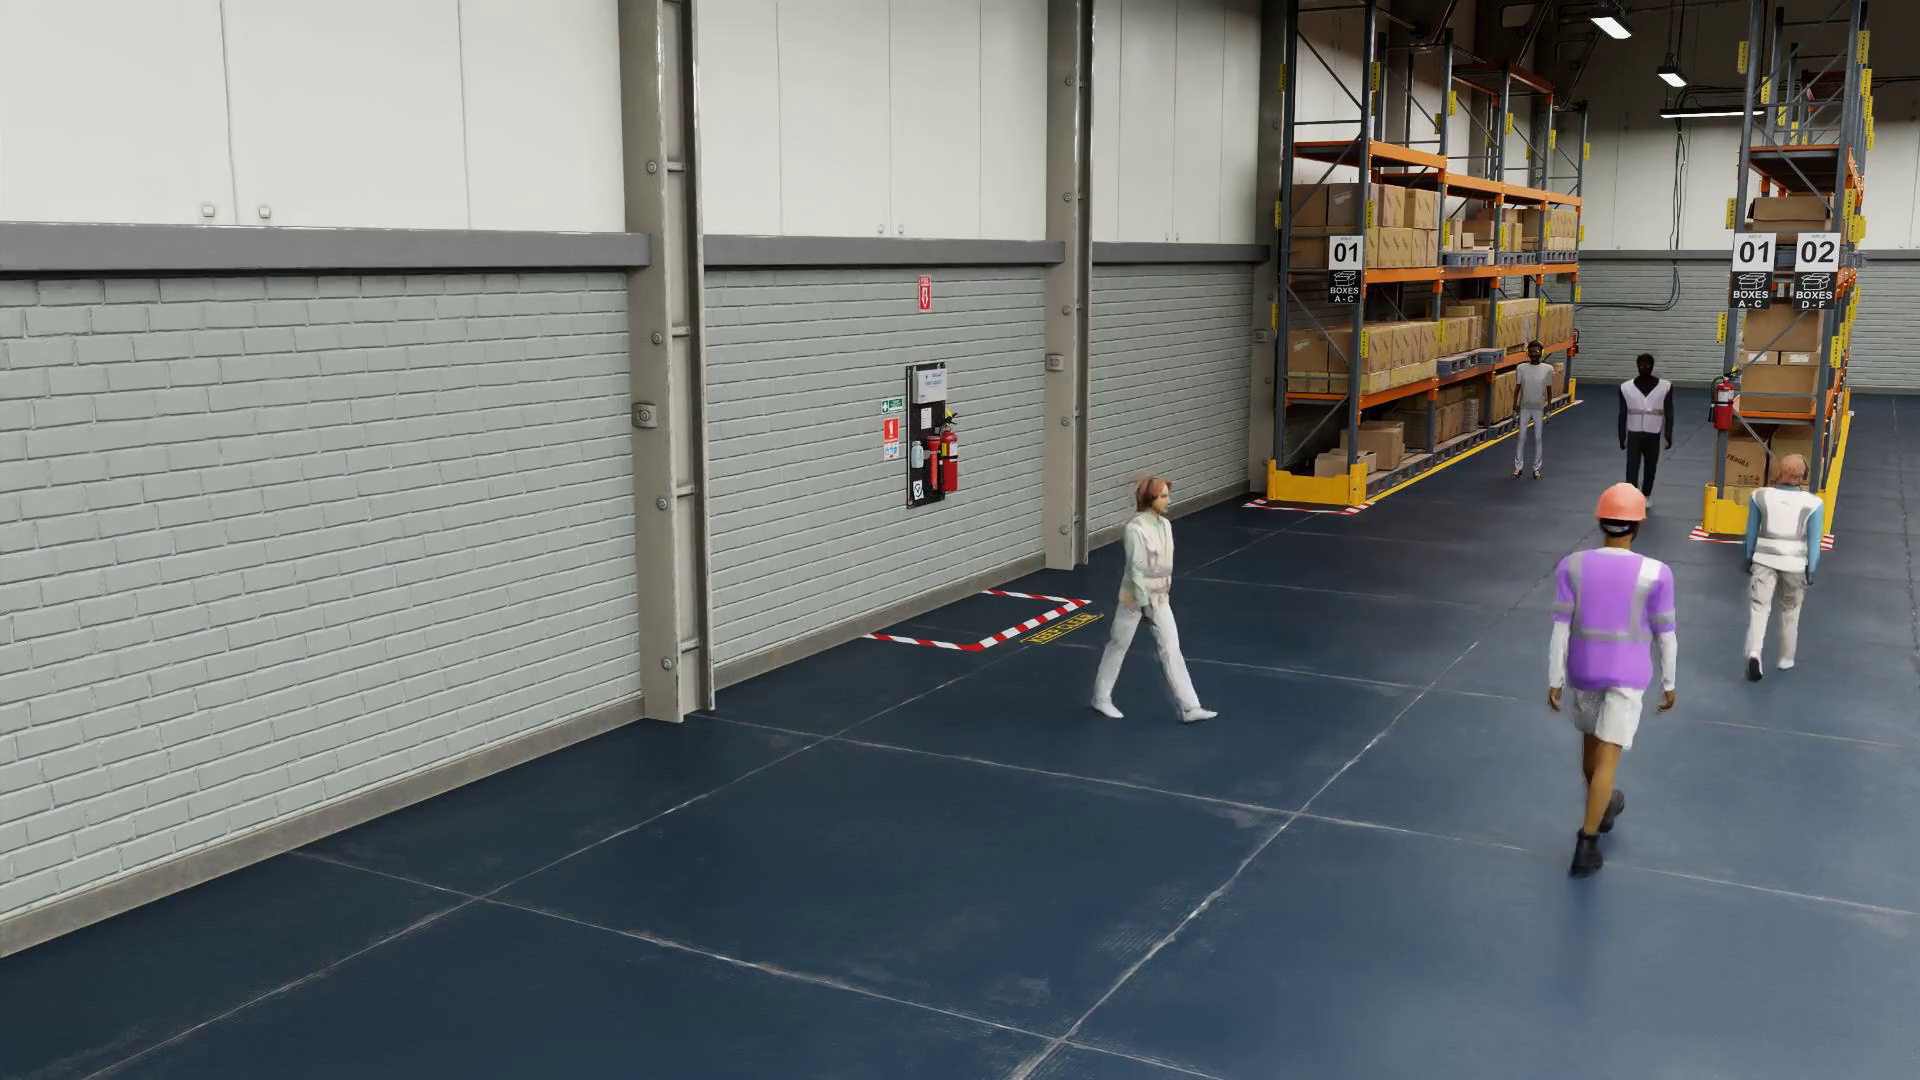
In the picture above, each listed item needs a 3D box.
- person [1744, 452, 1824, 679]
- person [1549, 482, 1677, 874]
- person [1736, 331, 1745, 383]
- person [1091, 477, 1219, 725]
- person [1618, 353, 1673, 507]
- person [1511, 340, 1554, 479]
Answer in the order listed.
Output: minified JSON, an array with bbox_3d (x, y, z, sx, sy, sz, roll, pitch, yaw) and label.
[{"bbox_3d":[5.830,0.181,11.840,0.511,1.610,0.781,7,12,34],"label":"person"},{"bbox_3d":[3.255,0.653,8.291,0.560,1.880,1.021,7,12,36],"label":"person"},{"bbox_3d":[14.604,-3.213,30.556,0.608,2.009,0.890,4,11,23],"label":"person"},{"bbox_3d":[1.209,0.396,10.615,0.875,1.594,0.508,8,13,39],"label":"person"},{"bbox_3d":[8.036,-1.265,19.536,0.600,1.882,0.950,4,10,21],"label":"person"},{"bbox_3d":[7.704,-1.752,22.396,0.515,1.872,0.328,4,10,21],"label":"person"}]
